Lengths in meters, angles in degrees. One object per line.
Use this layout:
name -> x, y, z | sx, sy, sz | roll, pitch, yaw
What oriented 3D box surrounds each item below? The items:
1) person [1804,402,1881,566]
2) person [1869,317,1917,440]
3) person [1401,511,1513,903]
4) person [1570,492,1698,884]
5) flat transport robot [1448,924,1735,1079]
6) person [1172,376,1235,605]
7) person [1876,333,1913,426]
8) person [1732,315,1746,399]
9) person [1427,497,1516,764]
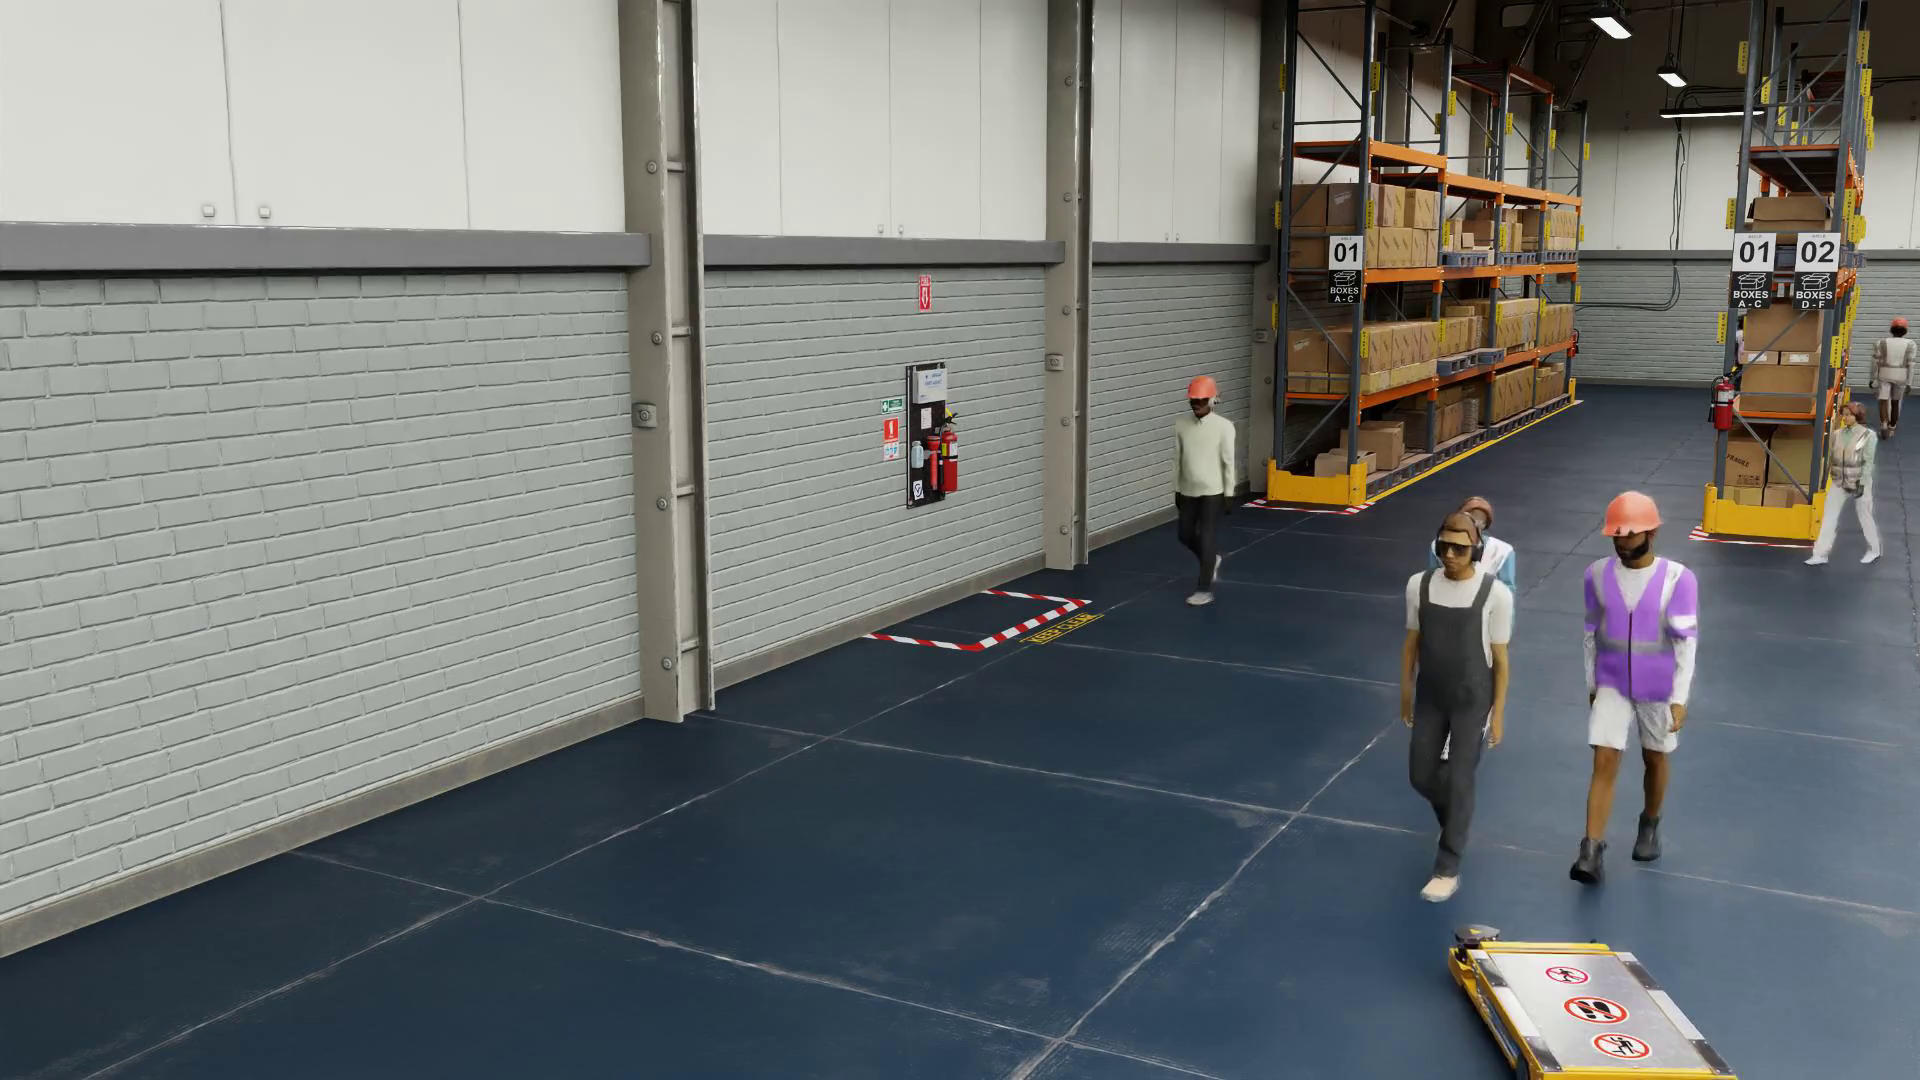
person -> 8.644, -0.546, 16.124 | 0.852, 1.600, 0.511 | -5, 11, -27
person -> 15.284, -2.645, 27.251 | 0.619, 2.011, 0.976 | 4, 11, 23
person -> 2.348, 0.751, 7.857 | 0.511, 1.832, 0.615 | 7, 12, 35
person -> 3.227, 0.705, 7.988 | 0.563, 1.874, 1.020 | 7, 12, 35
flat transport robot -> 2.333, 1.809, 6.220 | 0.652, 0.197, 1.431 | 0, 10, 2
person -> 2.143, -0.445, 14.459 | 0.622, 1.978, 0.639 | 8, 12, 38
person -> 16.561, -2.945, 29.459 | 0.561, 1.837, 0.846 | 5, 11, 28
person -> 14.829, -3.303, 31.439 | 0.653, 1.889, 0.382 | -2, 10, -11
person -> 3.035, 0.514, 9.948 | 0.549, 1.591, 0.879 | 4, 10, 22
